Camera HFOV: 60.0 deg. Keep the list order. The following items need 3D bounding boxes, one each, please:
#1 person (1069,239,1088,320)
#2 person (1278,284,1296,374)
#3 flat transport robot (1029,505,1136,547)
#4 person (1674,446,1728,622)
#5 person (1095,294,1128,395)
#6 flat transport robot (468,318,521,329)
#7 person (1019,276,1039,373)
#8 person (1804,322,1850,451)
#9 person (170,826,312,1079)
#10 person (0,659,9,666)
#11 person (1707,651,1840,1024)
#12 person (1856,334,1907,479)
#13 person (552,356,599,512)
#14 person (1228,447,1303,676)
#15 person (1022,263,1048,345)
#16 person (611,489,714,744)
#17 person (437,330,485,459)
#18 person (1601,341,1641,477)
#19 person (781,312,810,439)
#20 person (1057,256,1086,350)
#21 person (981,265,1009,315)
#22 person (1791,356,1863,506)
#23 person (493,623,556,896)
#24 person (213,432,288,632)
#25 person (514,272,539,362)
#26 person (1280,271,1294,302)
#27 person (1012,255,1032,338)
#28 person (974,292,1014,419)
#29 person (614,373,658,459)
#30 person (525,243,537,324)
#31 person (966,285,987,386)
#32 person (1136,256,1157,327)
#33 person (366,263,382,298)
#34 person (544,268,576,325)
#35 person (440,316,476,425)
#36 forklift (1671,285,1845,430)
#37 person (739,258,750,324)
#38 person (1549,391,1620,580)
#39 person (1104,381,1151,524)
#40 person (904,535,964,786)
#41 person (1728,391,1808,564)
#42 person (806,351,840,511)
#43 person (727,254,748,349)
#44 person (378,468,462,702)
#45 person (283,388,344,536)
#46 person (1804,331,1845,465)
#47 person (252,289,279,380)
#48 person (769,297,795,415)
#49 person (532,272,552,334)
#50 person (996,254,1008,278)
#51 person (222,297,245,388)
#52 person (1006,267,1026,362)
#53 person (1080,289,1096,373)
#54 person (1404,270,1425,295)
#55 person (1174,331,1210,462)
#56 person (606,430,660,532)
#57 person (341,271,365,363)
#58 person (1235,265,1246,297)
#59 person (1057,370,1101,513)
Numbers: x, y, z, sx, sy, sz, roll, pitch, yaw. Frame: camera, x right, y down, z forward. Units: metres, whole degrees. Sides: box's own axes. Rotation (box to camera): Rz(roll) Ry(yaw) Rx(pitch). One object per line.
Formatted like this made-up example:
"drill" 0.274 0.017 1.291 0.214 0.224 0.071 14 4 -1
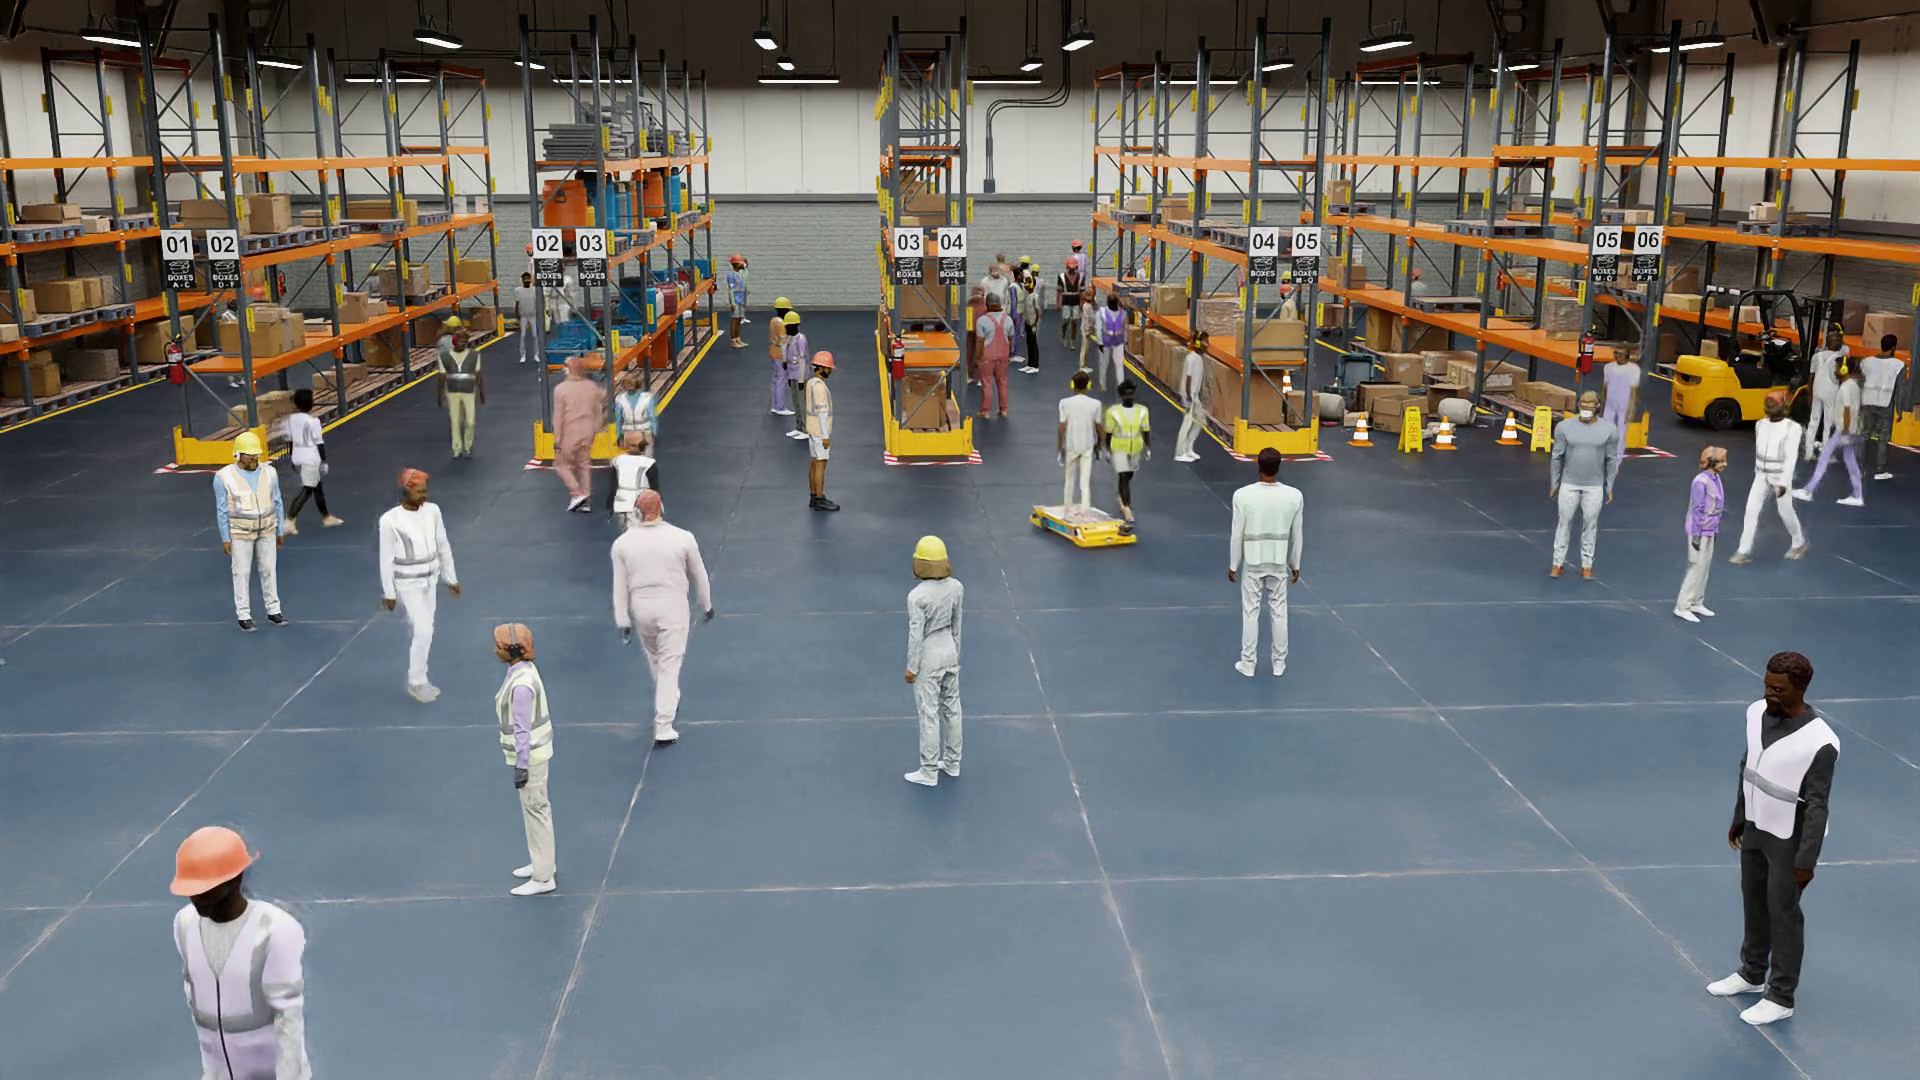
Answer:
"person" 2.960 -6.598 42.212 0.605 2.045 0.388 -12 18 -42
"person" 6.280 -4.056 32.092 0.355 1.743 0.568 8 15 29
"flat transport robot" 1.376 -0.190 18.862 0.652 0.197 1.431 -5 14 -21
"person" 6.887 -0.063 15.435 0.312 1.637 0.519 11 17 39
"person" 2.703 -3.484 29.609 0.608 1.786 0.973 -1 13 -6
"flat transport robot" -11.219 -5.181 40.007 1.431 0.197 0.652 -10 17 -36
"person" 1.370 -4.188 32.372 0.328 1.874 0.517 -5 14 -18
"person" 12.568 -2.210 24.012 0.328 1.865 0.518 -2 13 -7
"person" -2.700 1.978 6.196 0.565 1.885 0.968 2 14 10
"person" -8.411 0.230 13.927 0.582 1.753 0.529 3 14 11
"person" 4.099 1.470 8.328 0.397 1.911 0.587 -2 13 -10
"person" 12.161 -1.765 22.008 0.372 1.916 0.597 -10 17 -37
"person" -4.616 -1.247 19.881 0.418 1.887 0.657 11 17 38
"person" 2.522 0.187 13.739 0.600 1.917 0.376 0 13 -2
"person" 1.633 -5.170 36.635 0.626 1.820 0.453 -1 13 -3
"person" -2.224 0.537 12.425 0.655 1.839 1.047 1 13 6
"person" -7.007 -2.028 23.331 0.634 1.816 0.544 -4 14 -16
"person" 8.713 -1.728 22.043 0.503 1.826 0.415 11 17 40
"person" -2.474 -2.477 25.036 0.410 1.918 0.585 -6 15 -24
"person" 2.414 -5.096 35.881 0.620 2.026 0.467 -2 13 -7
"person" 0.811 -4.997 35.855 0.672 1.848 0.947 -4 14 -16
"person" 10.738 -1.347 20.436 0.940 1.821 0.554 11 17 38
"person" -2.545 1.273 9.760 0.317 1.629 0.508 -4 14 -16
"person" -6.409 -0.080 15.081 0.591 1.825 0.403 -13 18 -43
"person" -8.812 -4.551 33.966 0.525 1.855 0.374 -5 14 -19
"person" 6.902 -4.796 35.176 0.311 1.768 0.522 0 13 -2
"person" 1.439 -5.590 38.245 0.626 1.903 0.515 10 16 35
"person" 0.506 -2.999 26.974 0.689 2.000 0.537 -8 15 -29
"person" -4.008 -1.310 20.746 0.549 1.602 0.800 0 13 0
"person" -10.597 -6.383 41.412 0.392 1.991 0.612 -3 14 -12
"person" 0.339 -3.746 30.501 0.664 1.870 0.538 7 15 28
"person" 4.517 -5.983 40.228 0.563 1.752 0.341 -6 14 -23
"person" -13.450 -5.534 38.398 0.489 1.713 0.687 0 13 2
"person" -8.459 -4.898 35.145 0.602 1.978 1.030 2 13 8
"person" -7.900 -2.662 26.202 0.506 1.721 0.571 2 13 9
"forklift" 12.503 -2.886 26.166 2.313 2.155 1.214 -1 13 -3
"person" -5.429 -6.235 41.553 0.268 1.632 0.507 7 15 26
"person" 6.296 -0.555 16.839 0.634 1.936 0.351 5 14 20
"person" 1.966 -1.078 19.693 0.534 1.653 0.885 -3 14 -13
"person" -0.185 0.820 11.430 0.293 1.745 0.486 12 18 42
"person" 8.622 -0.665 17.524 0.945 1.849 0.579 -7 15 -26
"person" -1.666 -1.313 20.072 0.368 1.929 0.542 -5 14 -18
"person" -4.847 -5.210 36.333 0.374 2.042 0.615 3 14 13
"person" -4.236 0.360 13.135 0.557 1.862 0.570 6 15 25
"person" -7.430 -0.896 18.856 0.533 1.662 0.850 9 16 35
"person" 11.985 -1.964 23.010 0.326 1.841 0.516 -8 16 -31
"person" -13.182 -3.896 31.477 0.568 1.704 0.853 9 16 34
"person" -2.930 -3.018 27.296 0.388 1.926 0.590 -5 14 -21
"person" -9.791 -5.786 39.312 0.563 1.797 0.919 0 13 0
"person" 1.052 -6.598 43.111 0.364 1.624 0.519 9 16 35
"person" -13.289 -3.627 30.498 0.315 1.636 0.514 4 14 17
"person" 1.152 -4.622 34.108 0.390 1.920 0.588 3 14 13
"person" 2.494 -4.080 32.448 0.287 1.626 0.497 2 13 10
"person" 9.886 -5.030 36.253 0.619 1.714 0.708 -4 14 -18
"person" 3.240 -1.995 23.178 0.460 1.837 0.532 5 14 21
"person" -3.233 -0.283 16.427 0.548 1.592 0.886 7 15 26
"person" -12.412 -4.563 33.854 0.543 1.928 0.401 -10 17 -37
"person" 7.277 -6.719 43.326 0.320 1.765 0.533 2 13 8
"person" 1.374 -1.048 19.172 0.515 1.823 0.924 1 13 3
